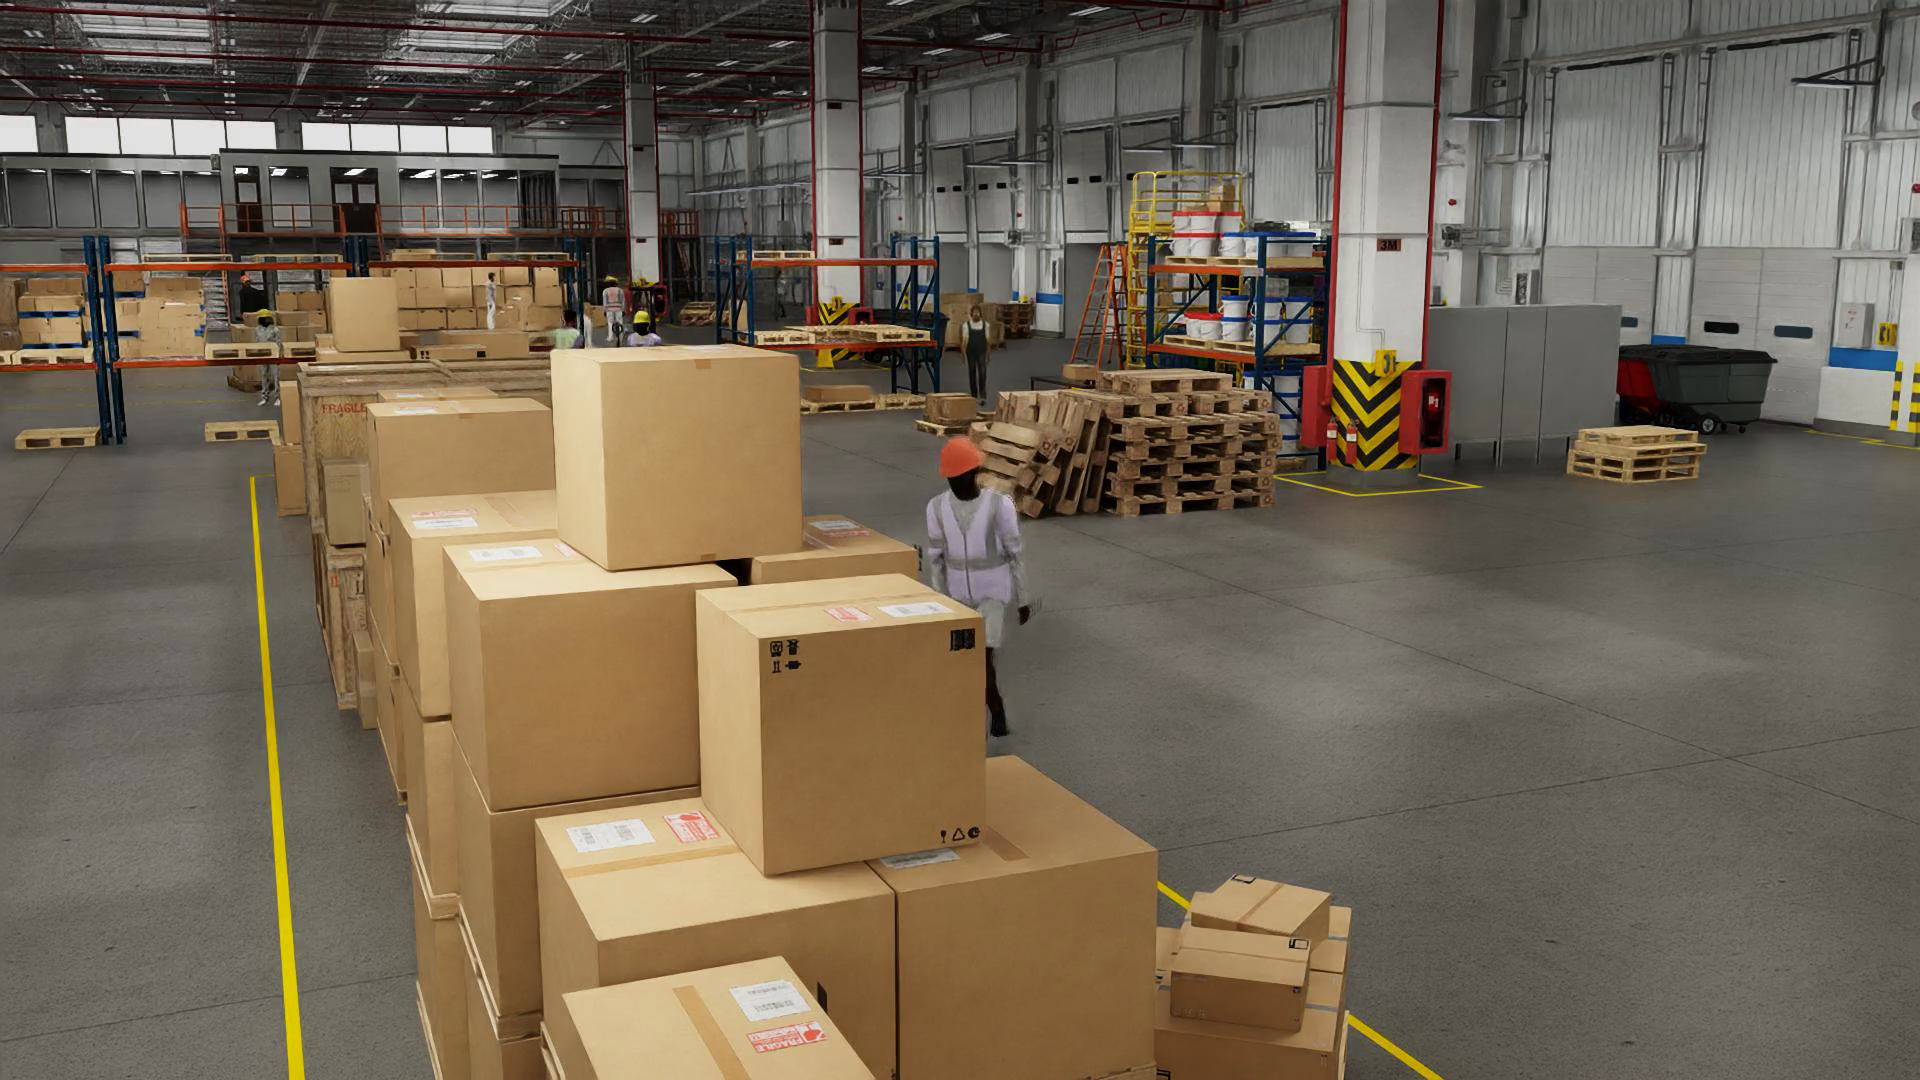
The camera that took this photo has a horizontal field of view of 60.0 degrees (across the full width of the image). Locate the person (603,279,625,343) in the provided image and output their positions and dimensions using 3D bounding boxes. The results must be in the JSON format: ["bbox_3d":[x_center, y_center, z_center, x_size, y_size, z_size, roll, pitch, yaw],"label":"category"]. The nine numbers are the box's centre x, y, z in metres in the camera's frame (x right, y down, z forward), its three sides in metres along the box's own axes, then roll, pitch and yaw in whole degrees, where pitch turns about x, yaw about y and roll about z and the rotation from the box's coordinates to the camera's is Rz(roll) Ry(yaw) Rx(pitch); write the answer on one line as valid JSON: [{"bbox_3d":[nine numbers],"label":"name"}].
[{"bbox_3d":[-9.952,-6.586,47.868,0.621,1.838,0.429,-2,10,-9],"label":"person"}]

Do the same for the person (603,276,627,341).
[{"bbox_3d":[-10.180,-6.806,48.888,0.578,1.906,0.607,3,11,14],"label":"person"}]

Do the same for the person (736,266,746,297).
[{"bbox_3d":[-9.951,-11.550,74.793,0.614,1.990,0.392,-1,10,-4],"label":"person"}]

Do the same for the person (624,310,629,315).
[{"bbox_3d":[-12.644,-9.584,64.436,0.796,1.821,0.619,-8,13,-39],"label":"person"}]

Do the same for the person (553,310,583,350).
[{"bbox_3d":[-6.233,-2.734,26.557,0.609,1.864,1.003,5,11,25],"label":"person"}]

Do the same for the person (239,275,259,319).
[{"bbox_3d":[-19.550,-6.283,45.758,0.377,1.995,0.611,5,11,25],"label":"person"}]

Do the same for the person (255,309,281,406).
[{"bbox_3d":[-12.452,-3.283,29.915,0.488,1.744,0.295,1,10,6],"label":"person"}]

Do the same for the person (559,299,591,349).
[{"bbox_3d":[-6.976,-3.437,30.318,0.637,1.916,0.871,-10,14,-44],"label":"person"}]

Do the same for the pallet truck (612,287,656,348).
[{"bbox_3d":[-6.464,-4.406,35.401,0.823,1.965,1.885,6,12,32],"label":"pallet truck"}]

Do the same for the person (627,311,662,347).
[{"bbox_3d":[-4.708,-2.442,24.772,0.588,1.927,0.370,3,11,18],"label":"person"}]

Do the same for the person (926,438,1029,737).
[{"bbox_3d":[0.090,0.318,9.754,0.570,1.863,0.988,4,11,21],"label":"person"}]

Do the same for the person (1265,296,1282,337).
[{"bbox_3d":[6.120,-3.842,32.647,0.614,1.880,0.385,-4,11,-19],"label":"person"}]

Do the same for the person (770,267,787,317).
[{"bbox_3d":[-6.979,-9.425,63.337,0.946,1.891,0.577,7,12,33],"label":"person"}]

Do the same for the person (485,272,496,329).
[{"bbox_3d":[-14.866,-7.531,52.787,0.359,1.938,0.632,-1,10,-4],"label":"person"}]

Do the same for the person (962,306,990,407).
[{"bbox_3d":[0.299,-3.301,29.879,0.536,1.787,0.975,-1,10,-5],"label":"person"}]
